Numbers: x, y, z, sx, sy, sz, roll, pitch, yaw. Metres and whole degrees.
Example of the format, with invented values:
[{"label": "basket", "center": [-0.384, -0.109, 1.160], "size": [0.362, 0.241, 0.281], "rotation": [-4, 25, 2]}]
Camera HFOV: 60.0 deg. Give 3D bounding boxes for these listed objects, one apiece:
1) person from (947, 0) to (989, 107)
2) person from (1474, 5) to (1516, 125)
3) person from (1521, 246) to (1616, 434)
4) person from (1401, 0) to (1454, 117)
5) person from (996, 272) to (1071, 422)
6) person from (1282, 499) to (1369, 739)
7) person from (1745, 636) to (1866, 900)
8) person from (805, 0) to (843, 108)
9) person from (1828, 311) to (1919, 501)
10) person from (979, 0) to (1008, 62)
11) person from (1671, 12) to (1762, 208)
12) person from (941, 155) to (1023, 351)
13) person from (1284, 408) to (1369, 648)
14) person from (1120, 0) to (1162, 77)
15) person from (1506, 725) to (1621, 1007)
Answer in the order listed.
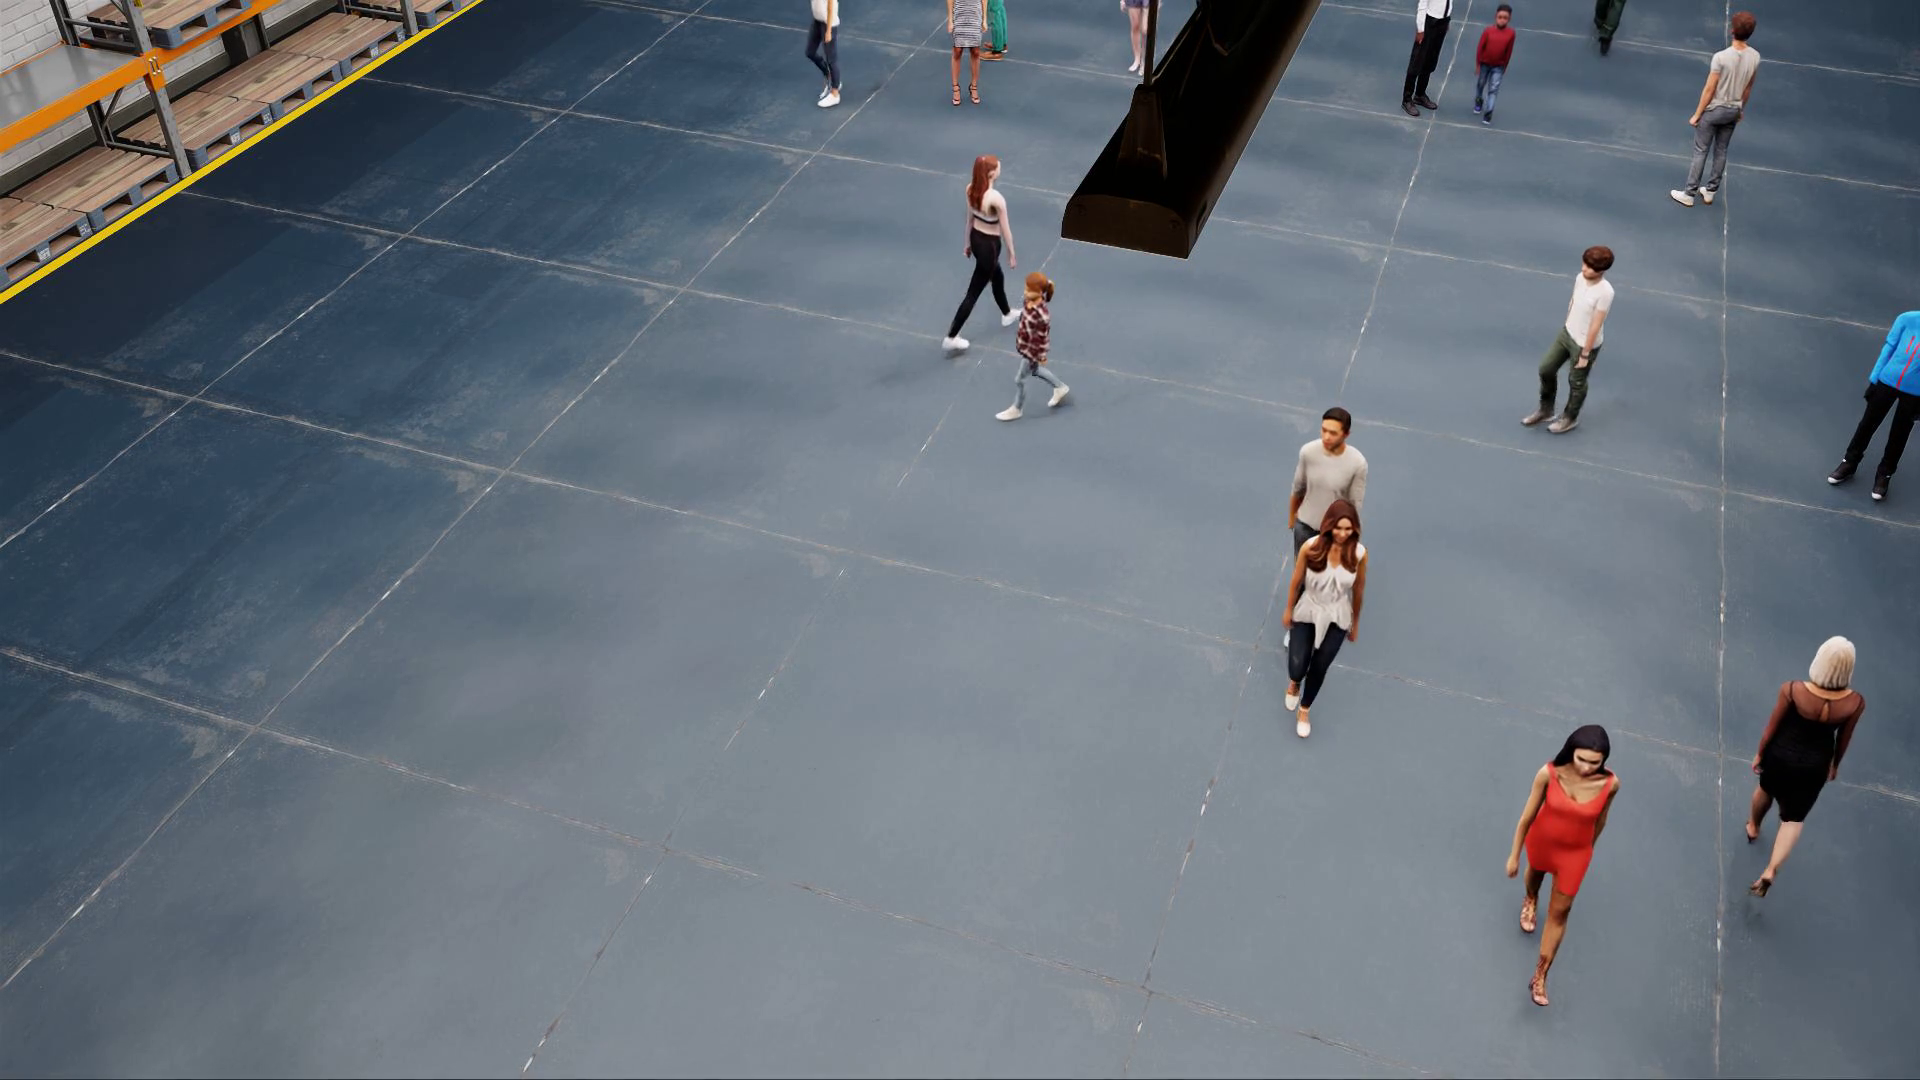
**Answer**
[{"label": "person", "center": [0.073, -5.578, 17.860], "size": [0.677, 1.823, 0.688], "rotation": [-6, 39, -7]}, {"label": "person", "center": [5.675, -5.117, 17.755], "size": [0.538, 1.235, 0.857], "rotation": [11, 40, 13]}, {"label": "person", "center": [4.896, -1.557, 12.972], "size": [0.814, 1.641, 0.753], "rotation": [-17, 42, -20]}, {"label": "person", "center": [5.037, -5.492, 17.743], "size": [0.676, 1.835, 0.778], "rotation": [-24, 44, -27]}, {"label": "person", "center": [0.630, -1.560, 13.257], "size": [0.908, 1.288, 0.893], "rotation": [-12, 40, -14]}, {"label": "person", "center": [2.241, 0.435, 10.368], "size": [0.695, 1.777, 0.731], "rotation": [4, 39, 5]}, {"label": "person", "center": [4.698, 1.296, 9.334], "size": [0.683, 1.722, 1.050], "rotation": [17, 42, 20]}, {"label": "person", "center": [-1.366, -5.547, 17.839], "size": [0.794, 1.803, 0.749], "rotation": [-21, 43, -24]}, {"label": "person", "center": [6.996, -1.141, 12.333], "size": [0.673, 1.788, 0.654], "rotation": [27, 46, 29]}, {"label": "person", "center": [0.400, -6.352, 18.875], "size": [0.681, 1.767, 0.488], "rotation": [11, 40, 13]}, {"label": "person", "center": [7.309, -4.118, 15.979], "size": [0.745, 1.889, 0.735], "rotation": [-6, 39, -7]}, {"label": "person", "center": [0.140, -2.357, 13.933], "size": [1.275, 1.691, 1.035], "rotation": [-27, 46, -29]}, {"label": "person", "center": [2.455, -0.138, 11.073], "size": [0.723, 1.794, 0.995], "rotation": [18, 42, 22]}, {"label": "person", "center": [2.075, -6.106, 18.579], "size": [0.610, 1.751, 0.649], "rotation": [16, 41, 19]}, {"label": "person", "center": [3.226, 1.592, 9.005], "size": [0.651, 1.670, 1.094], "rotation": [10, 40, 12]}]
